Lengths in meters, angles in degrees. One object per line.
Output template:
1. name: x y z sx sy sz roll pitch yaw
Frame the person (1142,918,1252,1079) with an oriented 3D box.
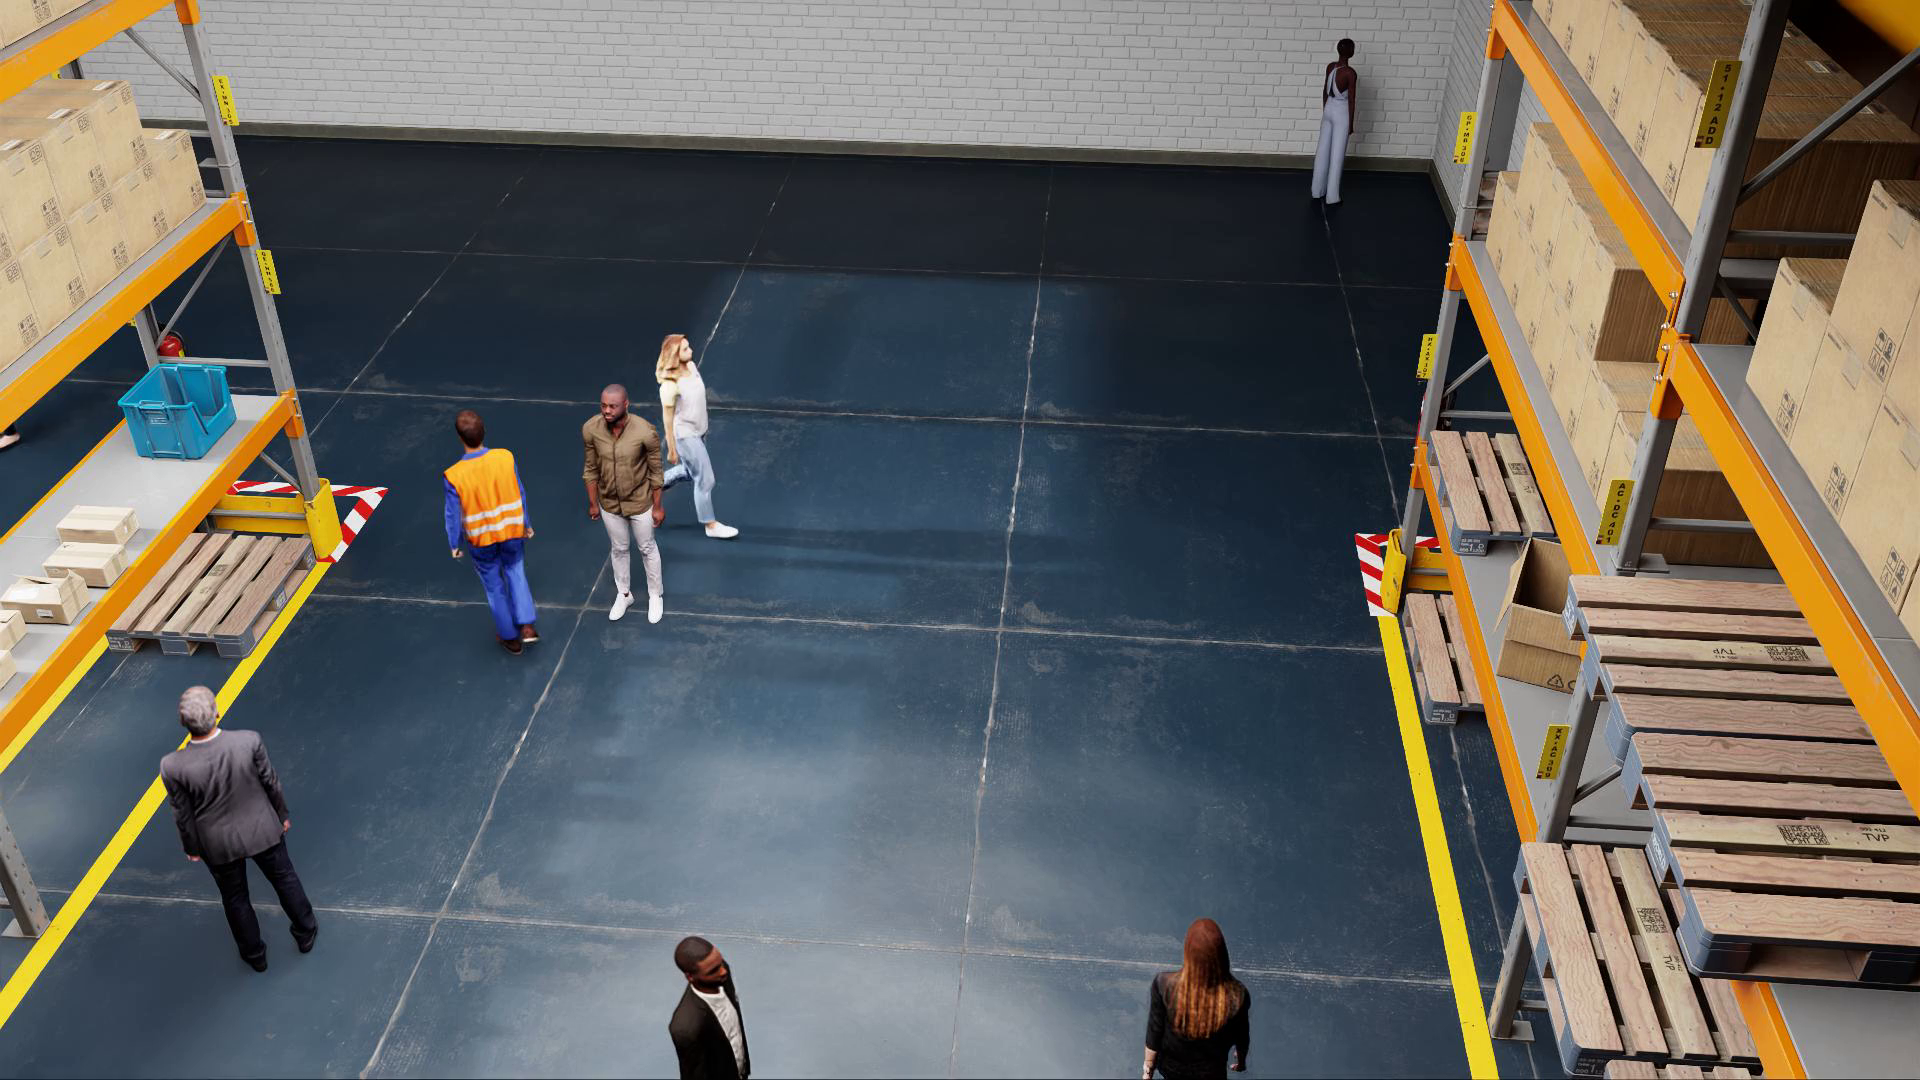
1. person: 1.046 2.456 7.504 0.713 1.666 1.161 6 34 9

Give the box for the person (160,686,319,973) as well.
1. person: -3.804 1.519 8.755 0.805 1.842 0.824 -18 38 -25

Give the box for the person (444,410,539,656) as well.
1. person: -3.054 0.010 11.012 0.890 1.857 0.945 -21 39 -28

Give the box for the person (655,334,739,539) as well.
1. person: -2.090 -0.766 12.317 0.735 1.706 0.972 6 34 9

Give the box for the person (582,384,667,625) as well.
1. person: -2.292 -0.270 11.463 0.715 1.825 0.558 3 34 5

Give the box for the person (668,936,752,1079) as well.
1. person: -1.095 2.435 7.416 0.733 1.799 0.518 6 34 9

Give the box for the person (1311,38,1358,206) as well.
1. person: 4.038 -4.499 17.863 0.704 1.783 0.623 -21 39 -28
